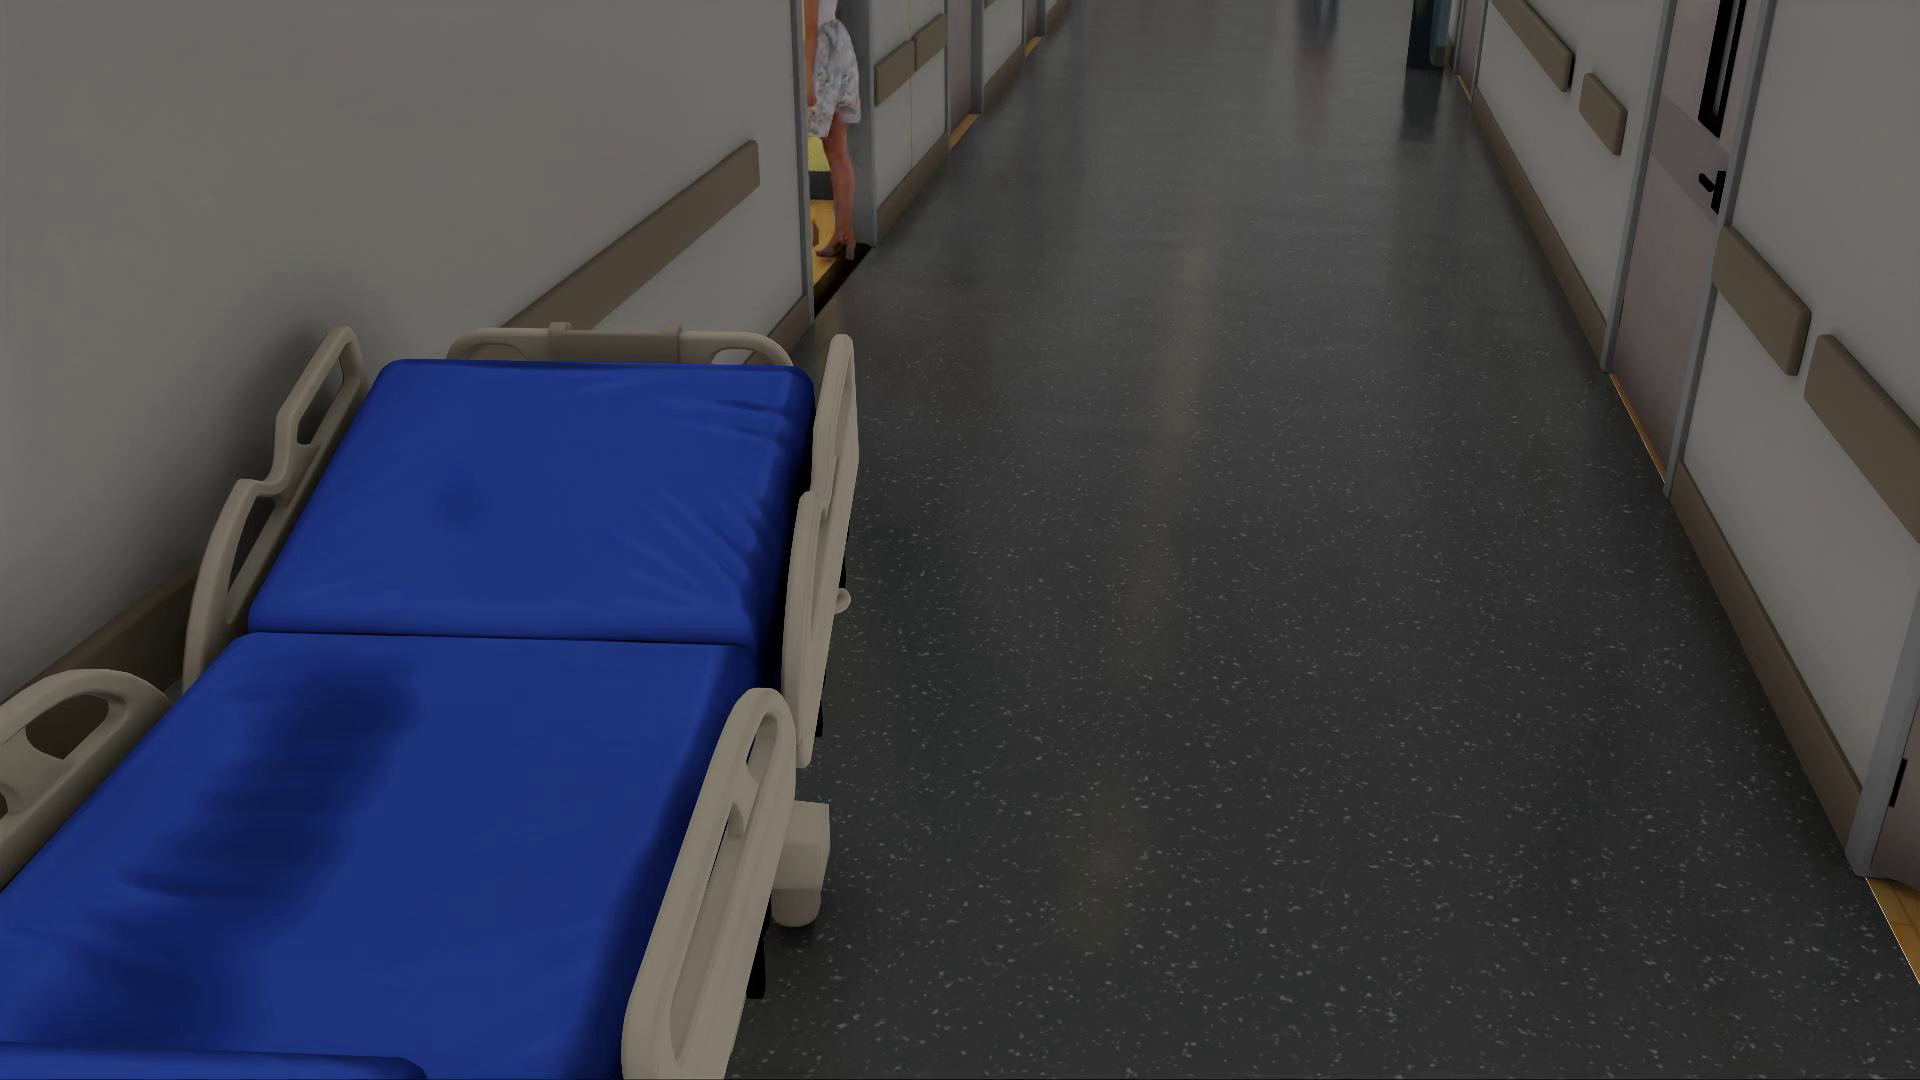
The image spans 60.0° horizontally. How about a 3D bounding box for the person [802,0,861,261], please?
[{"bbox_3d":[-0.608,-2.241,8.177,0.741,1.764,0.688,9,27,18],"label":"person"}]
